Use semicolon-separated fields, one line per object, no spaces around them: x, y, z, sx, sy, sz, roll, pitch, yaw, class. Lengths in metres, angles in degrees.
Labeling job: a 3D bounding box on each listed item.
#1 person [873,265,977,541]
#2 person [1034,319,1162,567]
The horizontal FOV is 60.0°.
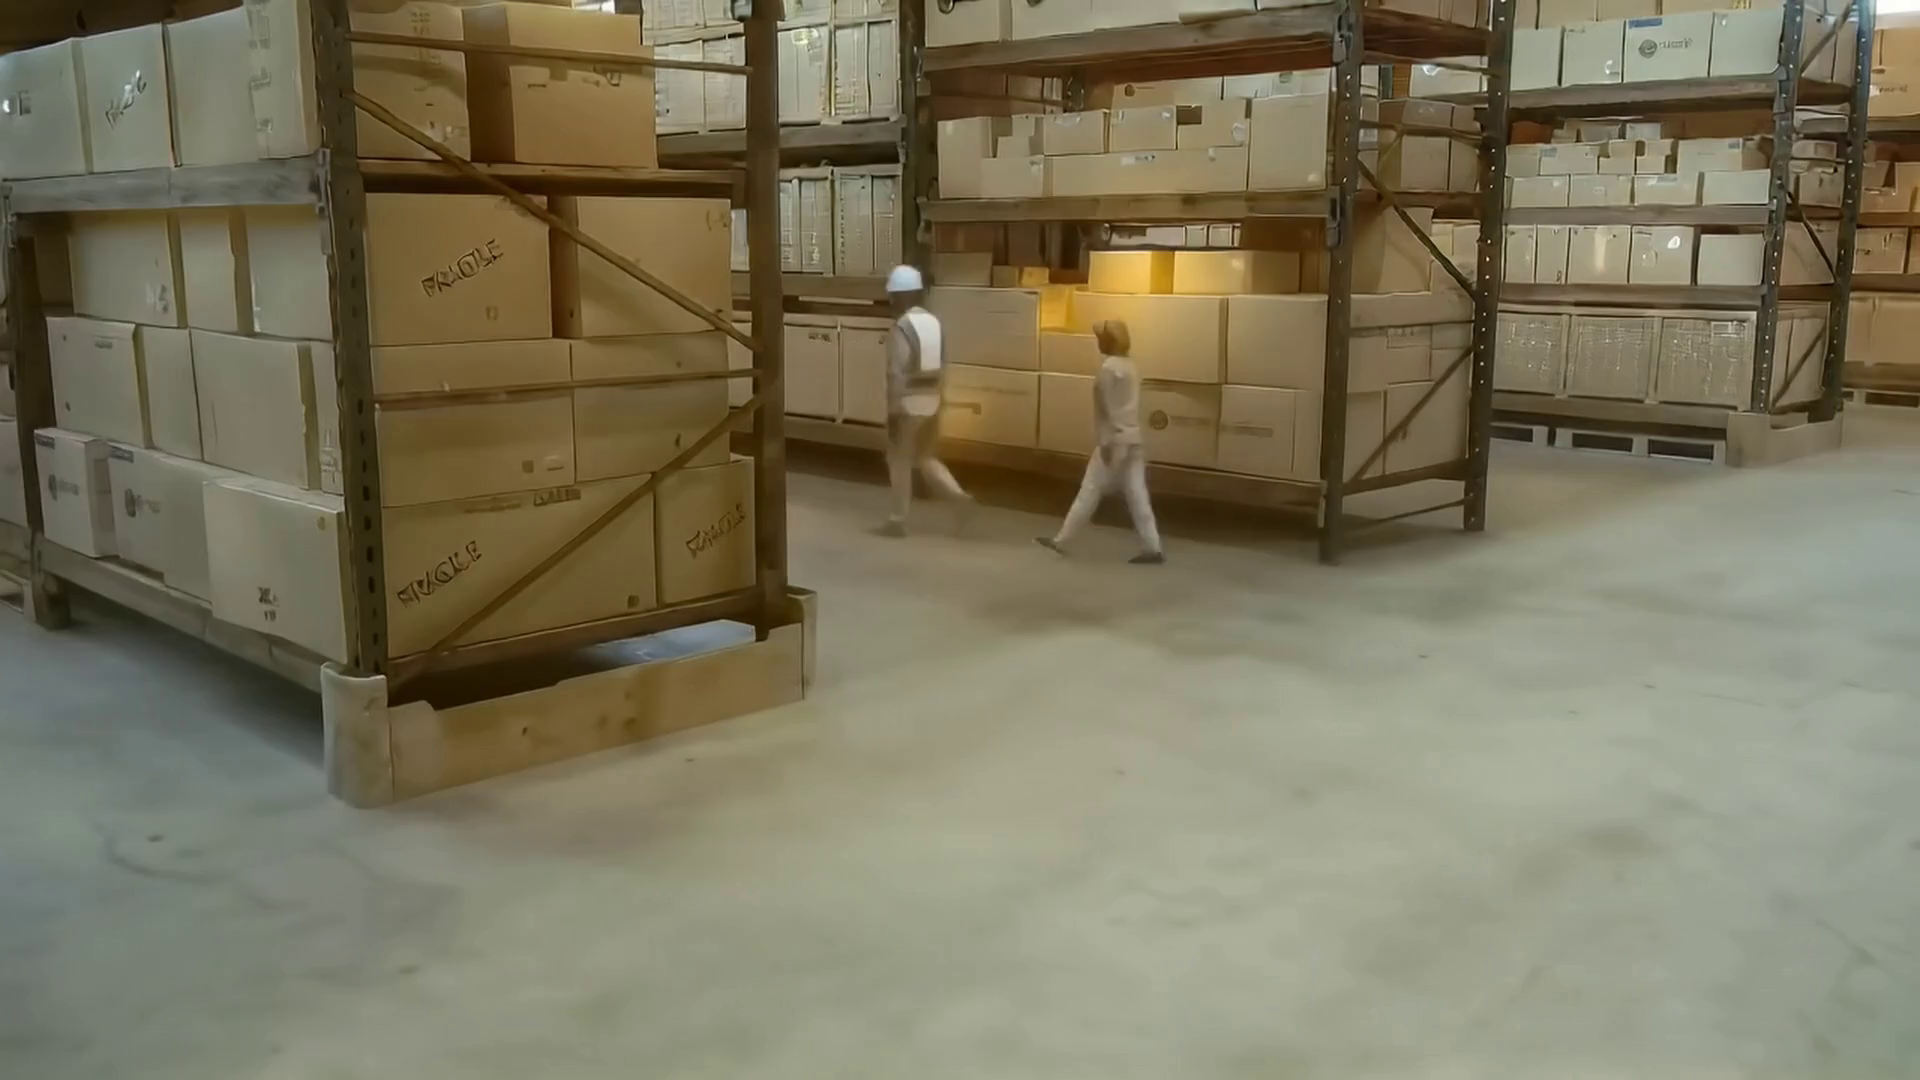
-0.271;-0.931;11.521;0.678;1.929;0.624;7;12;32;person
0.940;-0.621;10.739;0.883;1.584;0.546;5;12;27;person
